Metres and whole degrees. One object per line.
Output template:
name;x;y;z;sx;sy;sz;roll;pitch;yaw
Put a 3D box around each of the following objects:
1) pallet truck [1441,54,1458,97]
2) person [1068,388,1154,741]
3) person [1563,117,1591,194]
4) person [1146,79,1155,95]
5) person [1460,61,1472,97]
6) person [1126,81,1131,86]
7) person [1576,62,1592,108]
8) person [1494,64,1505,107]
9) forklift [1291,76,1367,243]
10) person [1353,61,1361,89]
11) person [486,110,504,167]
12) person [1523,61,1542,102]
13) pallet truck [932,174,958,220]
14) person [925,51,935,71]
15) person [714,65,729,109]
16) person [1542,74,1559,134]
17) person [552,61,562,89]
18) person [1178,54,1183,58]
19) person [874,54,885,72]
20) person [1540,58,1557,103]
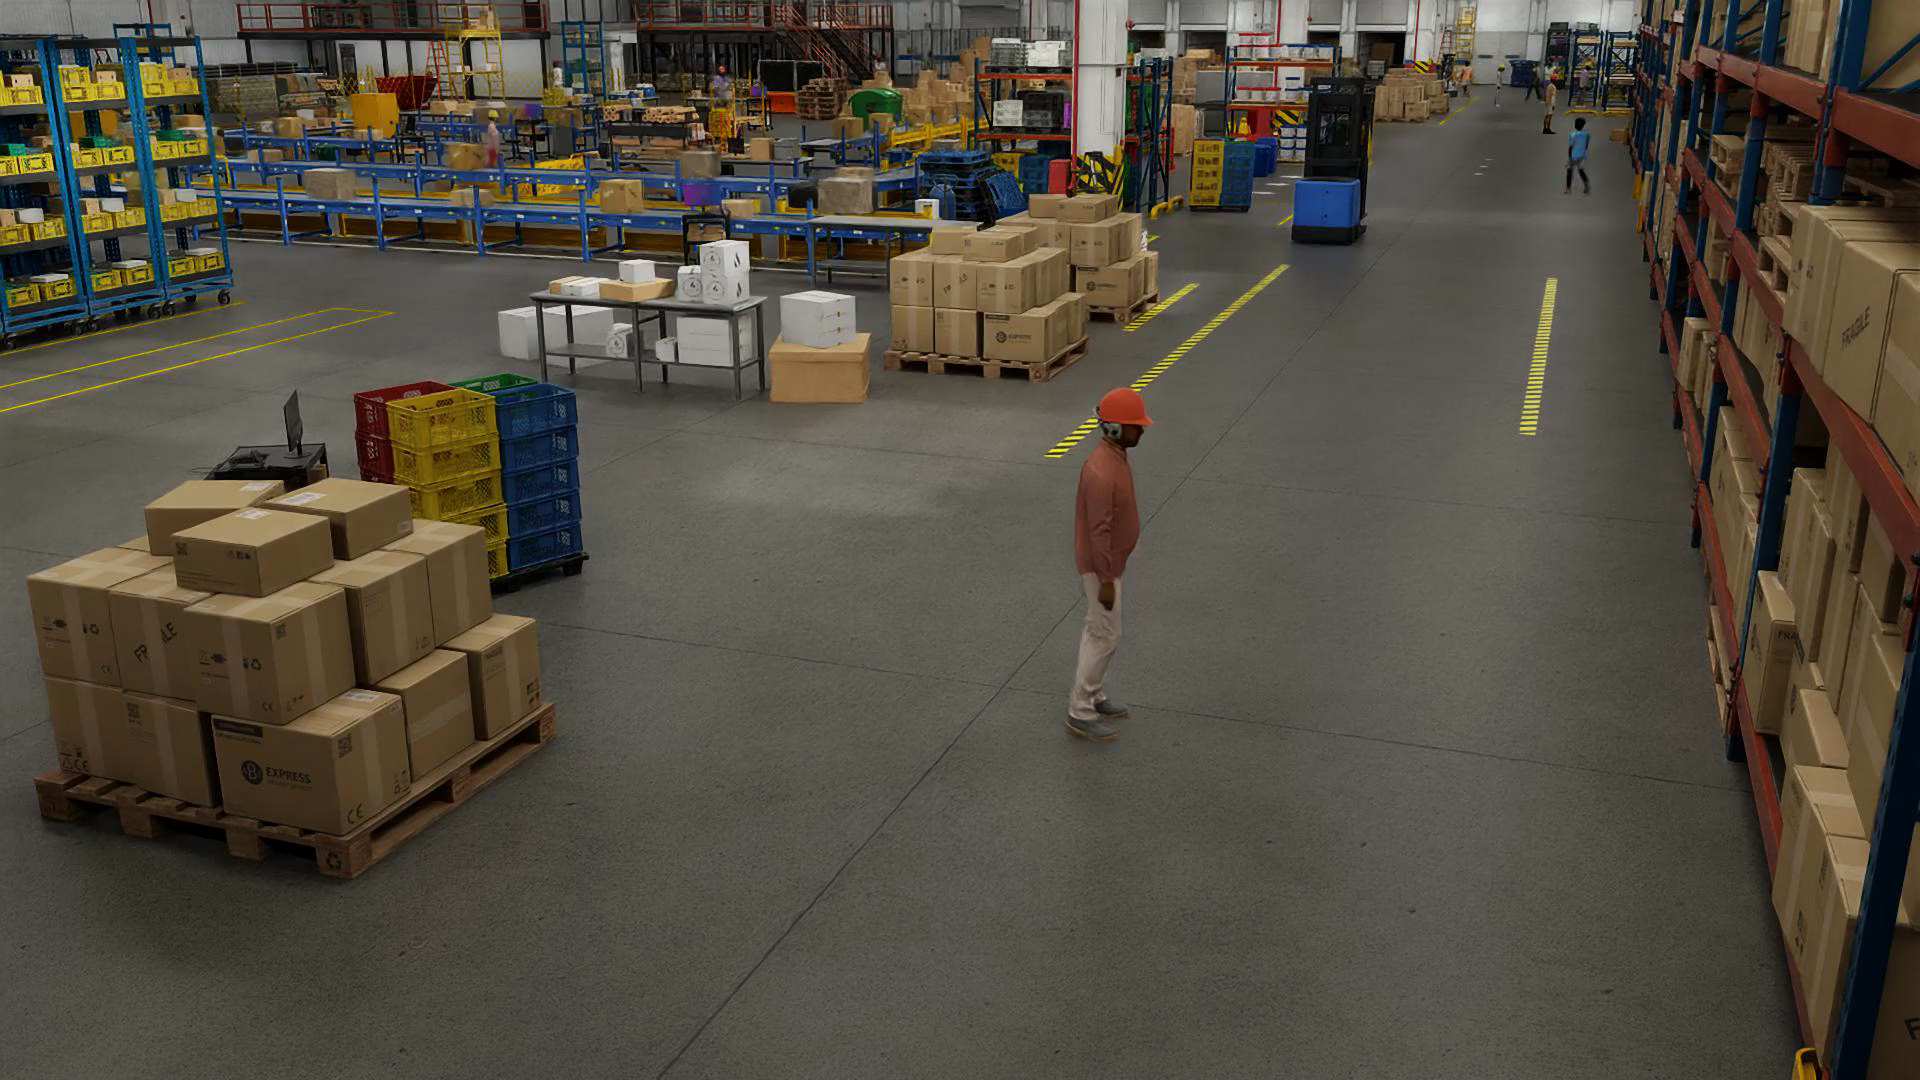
pallet truck;22.765;-21.886;78.355;0.823;1.965;1.885;-4;18;-14
person;0.837;0.125;9.231;0.415;1.984;0.615;4;18;11
person;13.689;-8.486;36.765;0.536;1.678;0.630;-3;18;-10
person;6.482;-15.049;57.202;0.608;1.786;0.859;7;19;21
person;23.836;-21.686;78.230;0.539;1.681;0.547;-7;19;-20
person;6.046;-16.119;60.240;0.382;1.995;0.612;-2;18;-6
person;26.239;-19.134;69.900;0.510;1.891;0.705;8;19;24
person;22.942;-19.305;70.658;0.321;1.743;0.488;9;20;25
forklift;6.598;-6.755;29.381;1.129;2.768;1.873;6;19;19
person;17.254;-19.973;72.612;0.542;1.828;0.536;11;20;30
person;-10.884;-9.093;38.581;0.769;1.740;0.526;-2;18;-8
person;25.569;-20.370;73.928;0.891;1.804;0.500;-10;20;-28
pallet truck;-0.507;-5.292;27.348;0.653;1.274;1.630;6;19;19
person;-1.646;-25.809;90.977;0.635;1.819;0.611;-6;19;-19
person;-8.836;-16.491;61.406;0.619;2.013;0.952;-13;22;-36
person;19.509;-14.381;54.873;0.359;1.938;0.545;-1;18;-3
person;-17.297;-19.522;71.142;0.678;1.861;0.596;6;19;19
person;11.152;-23.689;84.282;0.429;1.841;0.631;9;20;27
person;-3.897;-22.748;81.259;0.554;1.916;0.952;5;18;15
person;25.930;-20.207;73.208;0.392;1.920;0.587;-14;23;-38
